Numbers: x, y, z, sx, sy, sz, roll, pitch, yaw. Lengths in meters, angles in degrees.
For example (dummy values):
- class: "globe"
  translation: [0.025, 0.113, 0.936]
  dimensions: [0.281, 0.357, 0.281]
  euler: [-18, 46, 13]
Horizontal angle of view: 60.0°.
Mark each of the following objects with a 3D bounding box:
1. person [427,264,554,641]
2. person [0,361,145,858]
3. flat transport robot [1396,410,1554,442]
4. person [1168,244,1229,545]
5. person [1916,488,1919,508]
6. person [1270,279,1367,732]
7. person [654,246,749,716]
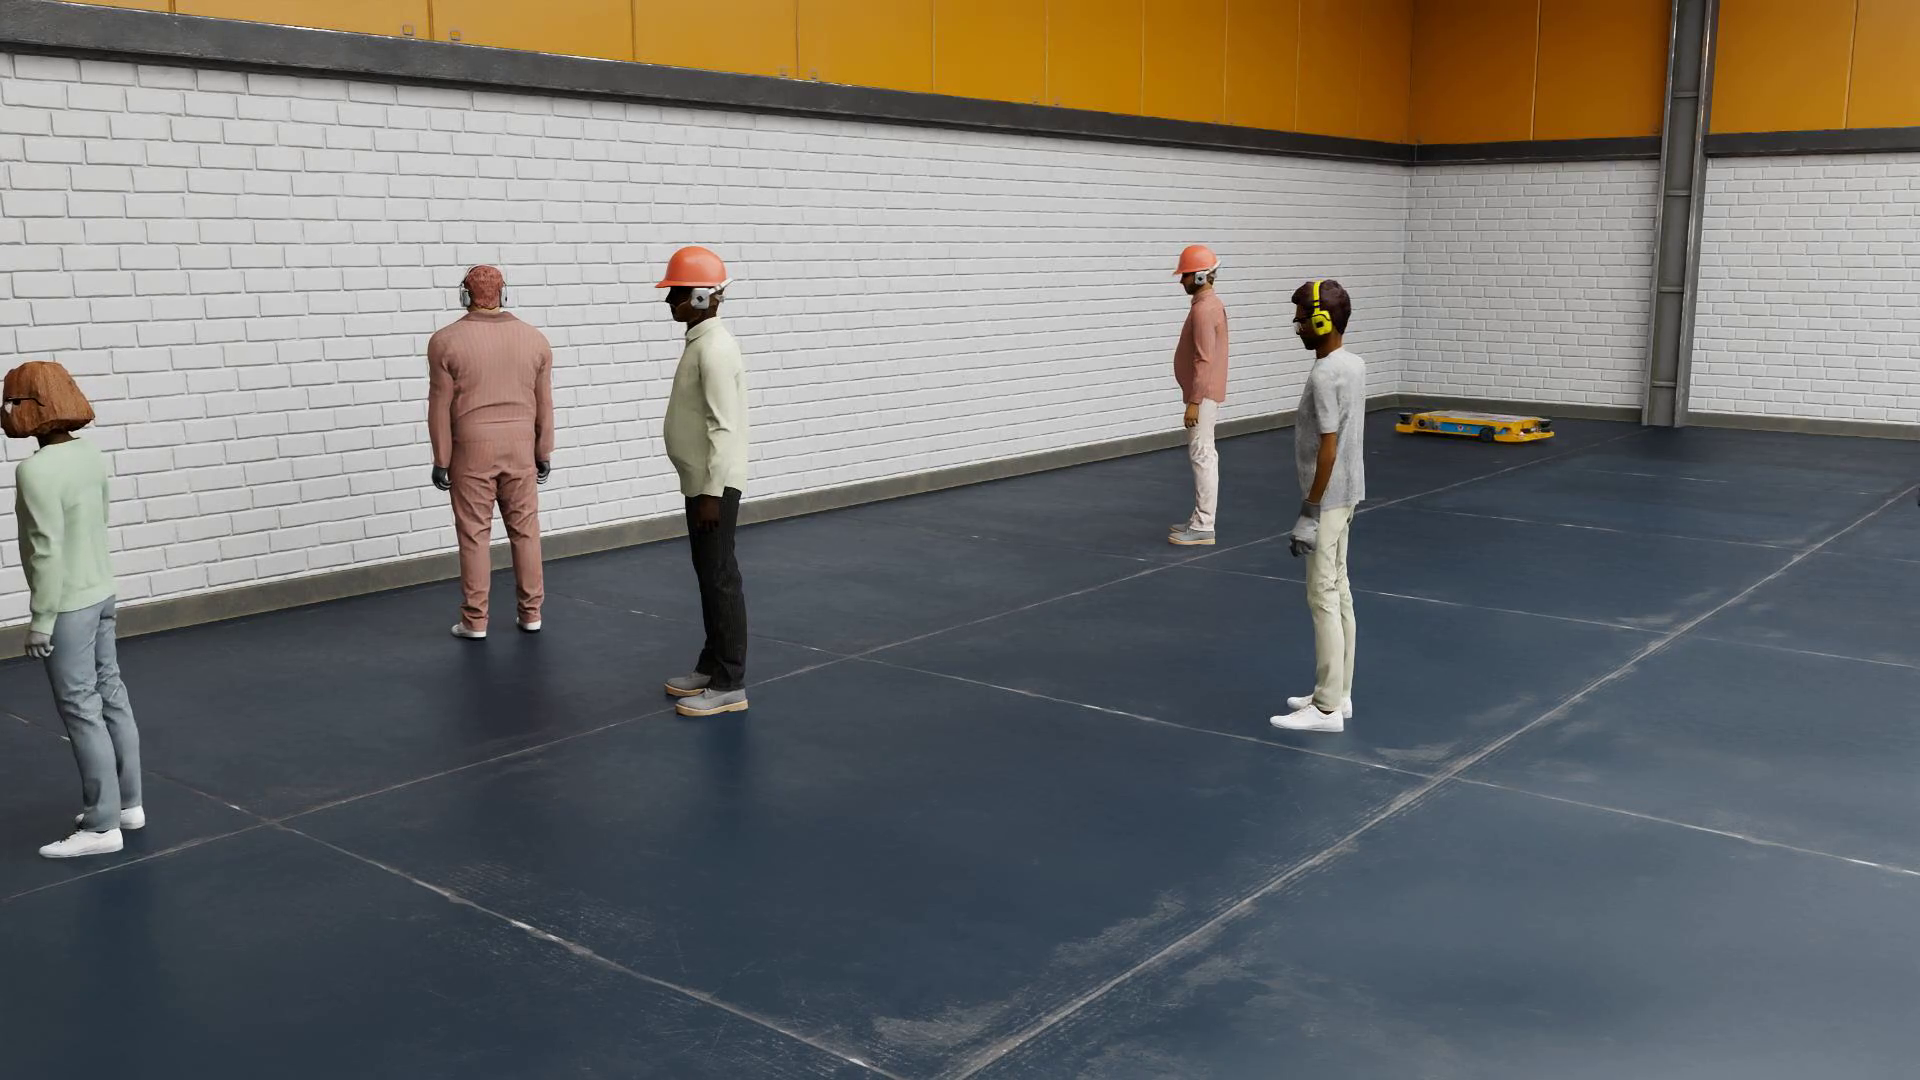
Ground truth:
- class: "person"
  translation: [-2.392, -0.443, 8.487]
  dimensions: [0.643, 1.903, 0.402]
  euler: [-7, 13, -35]
- class: "person"
  translation: [-2.938, 0.229, 5.493]
  dimensions: [0.268, 1.632, 0.507]
  euler: [-1, 10, -6]
- class: "flat transport robot"
  translation: [5.274, -1.178, 17.064]
  dimensions: [0.652, 0.197, 1.431]
  euler: [-10, 14, -43]
- class: "person"
  translation: [1.593, -0.964, 11.107]
  dimensions: [0.383, 1.992, 0.609]
  euler: [2, 10, 12]
- class: "person"
  translation: [4.978, -0.238, 8.149]
  dimensions: [0.789, 1.604, 0.540]
  euler: [-7, 12, -33]
- class: "person"
  translation: [1.494, -0.133, 6.872]
  dimensions: [0.327, 1.861, 0.519]
  euler: [5, 11, 26]
- class: "person"
  translation: [-1.096, -0.252, 7.152]
  dimensions: [0.382, 1.995, 0.612]
  euler: [-3, 11, -16]
